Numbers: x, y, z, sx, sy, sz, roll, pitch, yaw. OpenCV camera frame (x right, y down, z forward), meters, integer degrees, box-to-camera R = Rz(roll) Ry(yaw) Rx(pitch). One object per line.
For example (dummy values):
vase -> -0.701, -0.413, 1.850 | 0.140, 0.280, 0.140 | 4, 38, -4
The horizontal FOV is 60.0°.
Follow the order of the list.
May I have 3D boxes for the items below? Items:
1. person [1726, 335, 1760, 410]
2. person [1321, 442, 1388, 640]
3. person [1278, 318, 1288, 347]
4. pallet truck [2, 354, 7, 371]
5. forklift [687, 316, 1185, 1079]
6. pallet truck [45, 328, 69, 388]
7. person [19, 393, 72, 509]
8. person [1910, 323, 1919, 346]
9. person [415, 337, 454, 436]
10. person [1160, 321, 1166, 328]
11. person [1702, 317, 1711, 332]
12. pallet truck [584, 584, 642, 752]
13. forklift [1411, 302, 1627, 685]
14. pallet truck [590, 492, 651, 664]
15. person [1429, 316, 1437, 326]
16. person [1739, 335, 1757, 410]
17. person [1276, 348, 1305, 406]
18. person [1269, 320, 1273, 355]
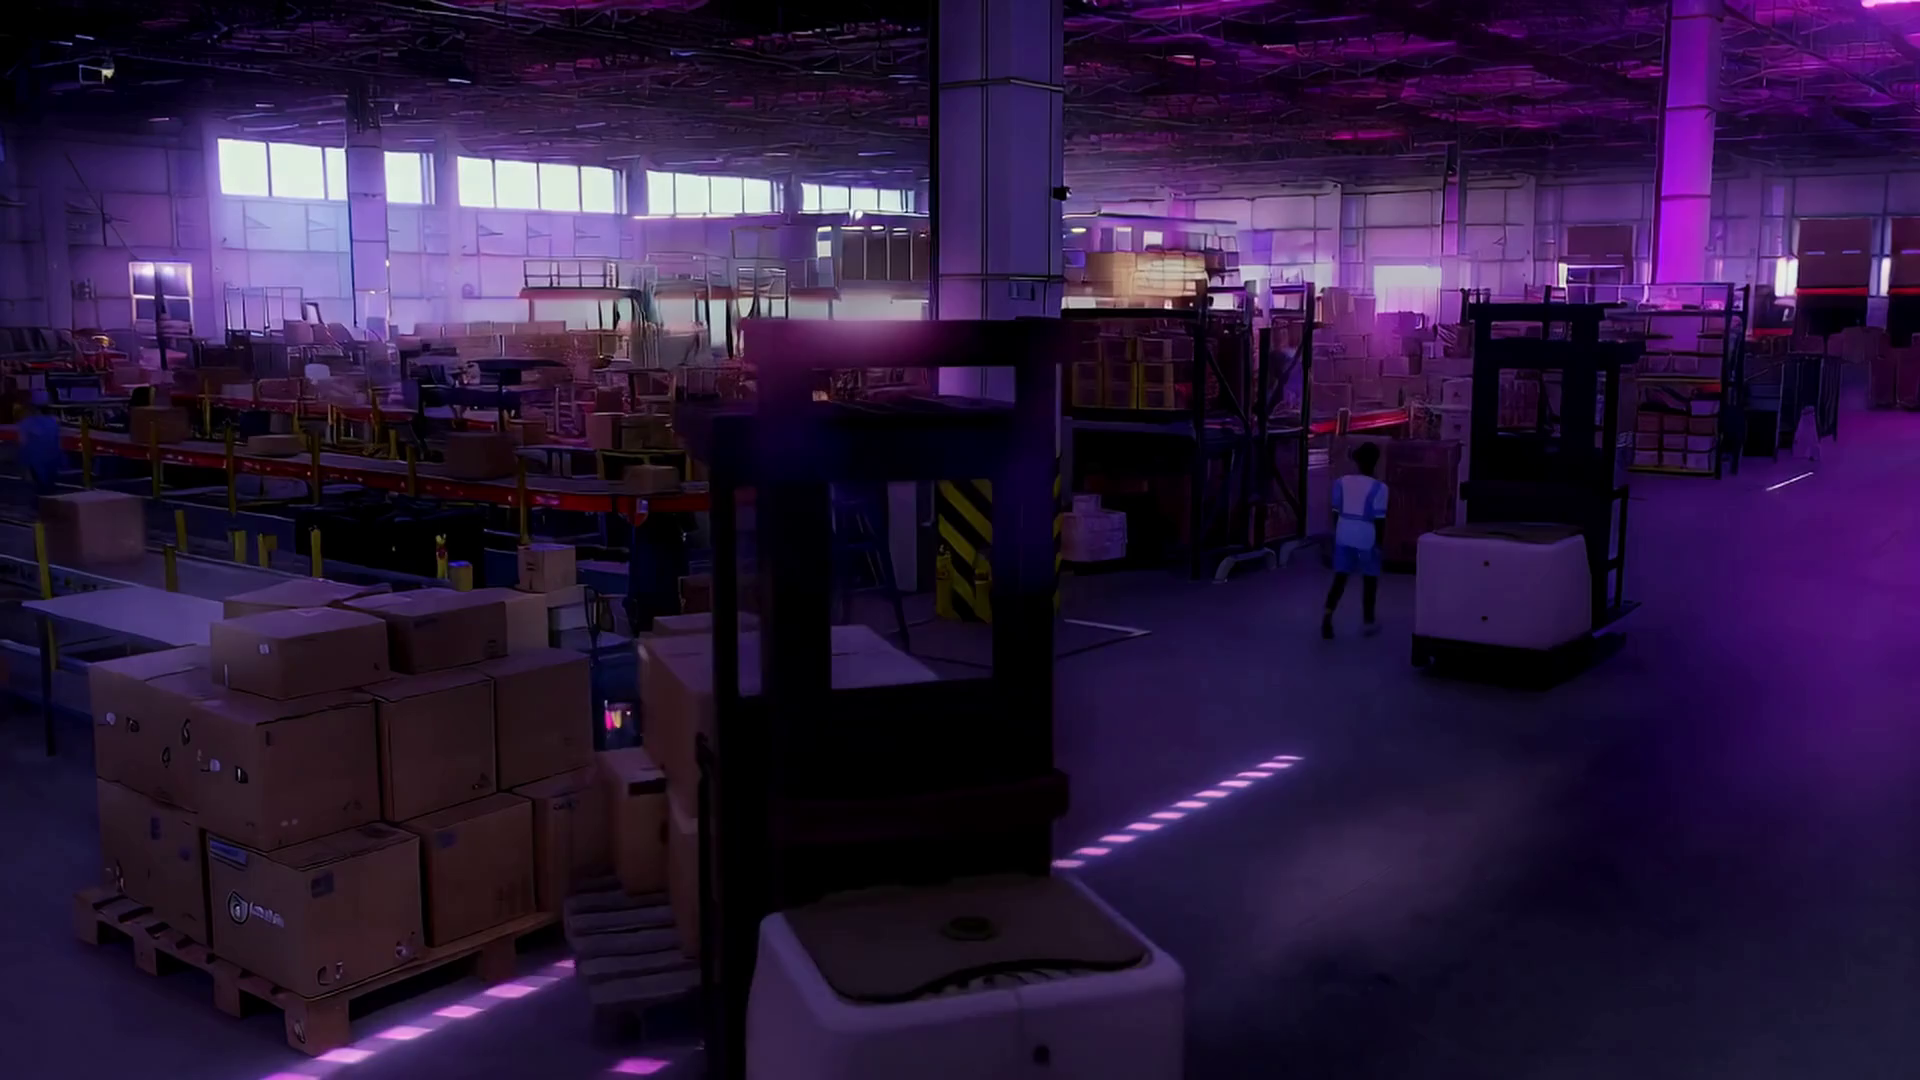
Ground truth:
person -> 18.737, -3.940, 39.756 | 0.914, 1.891, 0.549 | 4, 9, 23
person -> 3.286, 0.015, 13.852 | 0.534, 1.671, 0.760 | 7, 11, 40
person -> 15.397, -9.800, 79.083 | 0.605, 1.950, 0.380 | -3, 9, -18
pallet truck -> -24.881, -4.417, 42.634 | 1.885, 1.965, 0.823 | 8, 11, 41
forklift -> -0.147, 0.712, 5.102 | 1.129, 2.768, 1.873 | -3, 9, -19
pallet truck -> -23.775, -4.544, 43.495 | 1.885, 1.965, 0.823 | 6, 10, 35
person -> -10.994, -0.912, 19.947 | 0.918, 1.720, 0.541 | 4, 9, 23
person -> 34.258, -6.844, 59.529 | 0.429, 1.839, 0.634 | 2, 9, 15
person -> -10.671, -3.081, 33.573 | 0.858, 2.019, 0.620 | 4, 9, 25
person -> 7.130, -6.779, 58.846 | 0.616, 1.921, 0.996 | -2, 9, -15
person -> 32.849, -8.920, 73.456 | 0.594, 1.870, 1.006 | -2, 9, -13
pallet truck -> -1.426, 0.805, 10.019 | 1.601, 1.201, 0.680 | -4, 9, -26
forklift -> 4.379, -0.438, 12.852 | 1.129, 2.768, 1.873 | 7, 11, 37
pallet truck -> -3.115, 0.344, 12.883 | 0.653, 1.274, 1.630 | 7, 11, 37
person -> 22.863, -9.872, 80.048 | 0.900, 1.803, 0.655 | -2, 9, -12
person -> 18.480, -3.828, 38.930 | 0.702, 1.913, 0.568 | 5, 10, 28
person -> 6.624, -2.966, 33.539 | 0.619, 1.786, 0.903 | 8, 11, 42
person -> 13.638, -8.810, 73.238 | 0.502, 1.695, 0.889 | 2, 9, 14
